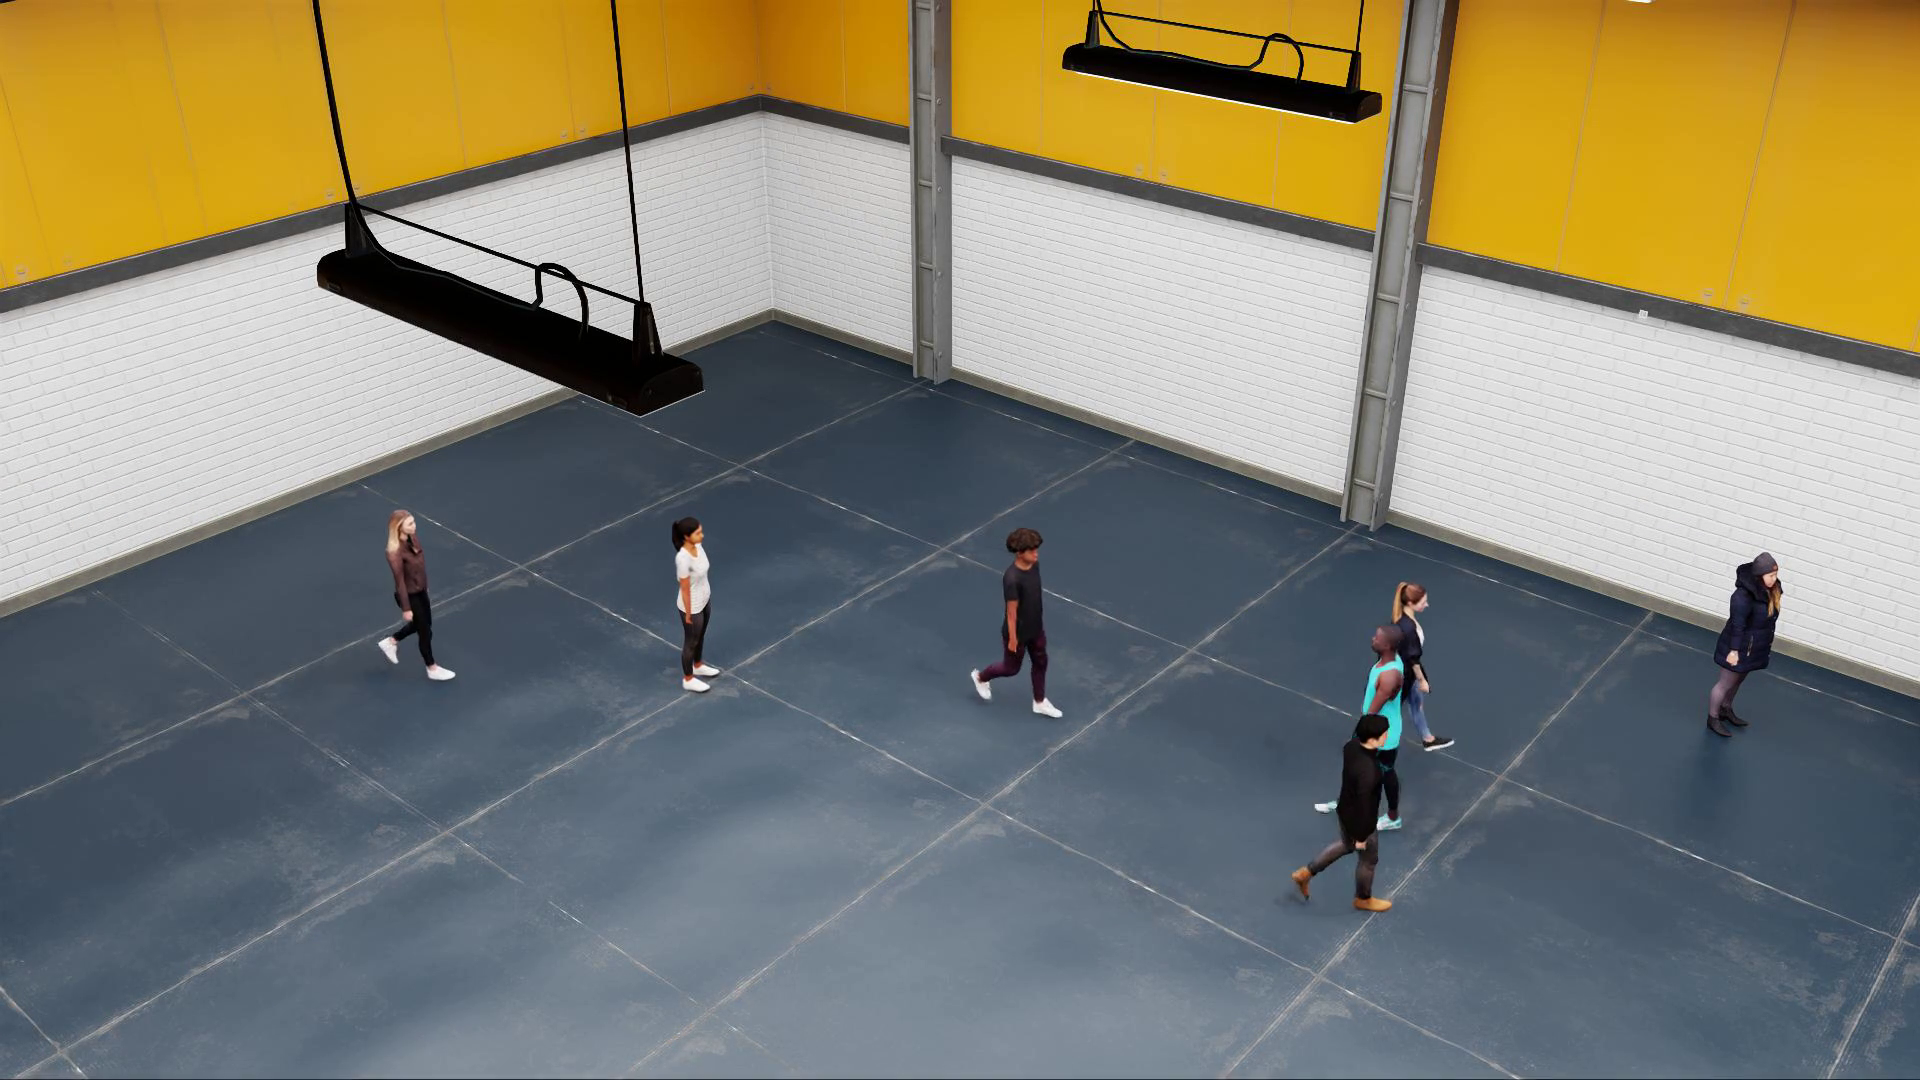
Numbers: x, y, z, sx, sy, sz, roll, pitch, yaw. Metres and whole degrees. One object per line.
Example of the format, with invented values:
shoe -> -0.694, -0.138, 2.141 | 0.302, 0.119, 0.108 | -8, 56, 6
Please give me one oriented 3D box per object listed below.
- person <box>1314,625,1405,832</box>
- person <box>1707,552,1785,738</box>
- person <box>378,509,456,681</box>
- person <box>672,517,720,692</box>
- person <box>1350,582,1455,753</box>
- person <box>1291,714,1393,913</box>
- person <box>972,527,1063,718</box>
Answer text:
person -> 3.286, 1.461, 12.599 | 1.023, 1.789, 0.912 | 2, 29, 4
person -> 6.523, 0.848, 13.842 | 0.724, 1.675, 0.715 | -21, 35, -33
person -> -4.843, 0.483, 14.498 | 1.027, 1.688, 0.904 | 3, 29, 6
person -> -2.322, 0.538, 14.444 | 0.642, 1.642, 0.633 | 6, 29, 11
person -> 3.435, 1.090, 13.436 | 1.167, 1.639, 0.928 | 6, 29, 11
person -> 2.770, 1.939, 11.810 | 1.067, 1.707, 1.009 | -2, 29, -3
person -> 0.470, 0.687, 14.052 | 1.094, 1.756, 0.705 | 17, 33, 29
